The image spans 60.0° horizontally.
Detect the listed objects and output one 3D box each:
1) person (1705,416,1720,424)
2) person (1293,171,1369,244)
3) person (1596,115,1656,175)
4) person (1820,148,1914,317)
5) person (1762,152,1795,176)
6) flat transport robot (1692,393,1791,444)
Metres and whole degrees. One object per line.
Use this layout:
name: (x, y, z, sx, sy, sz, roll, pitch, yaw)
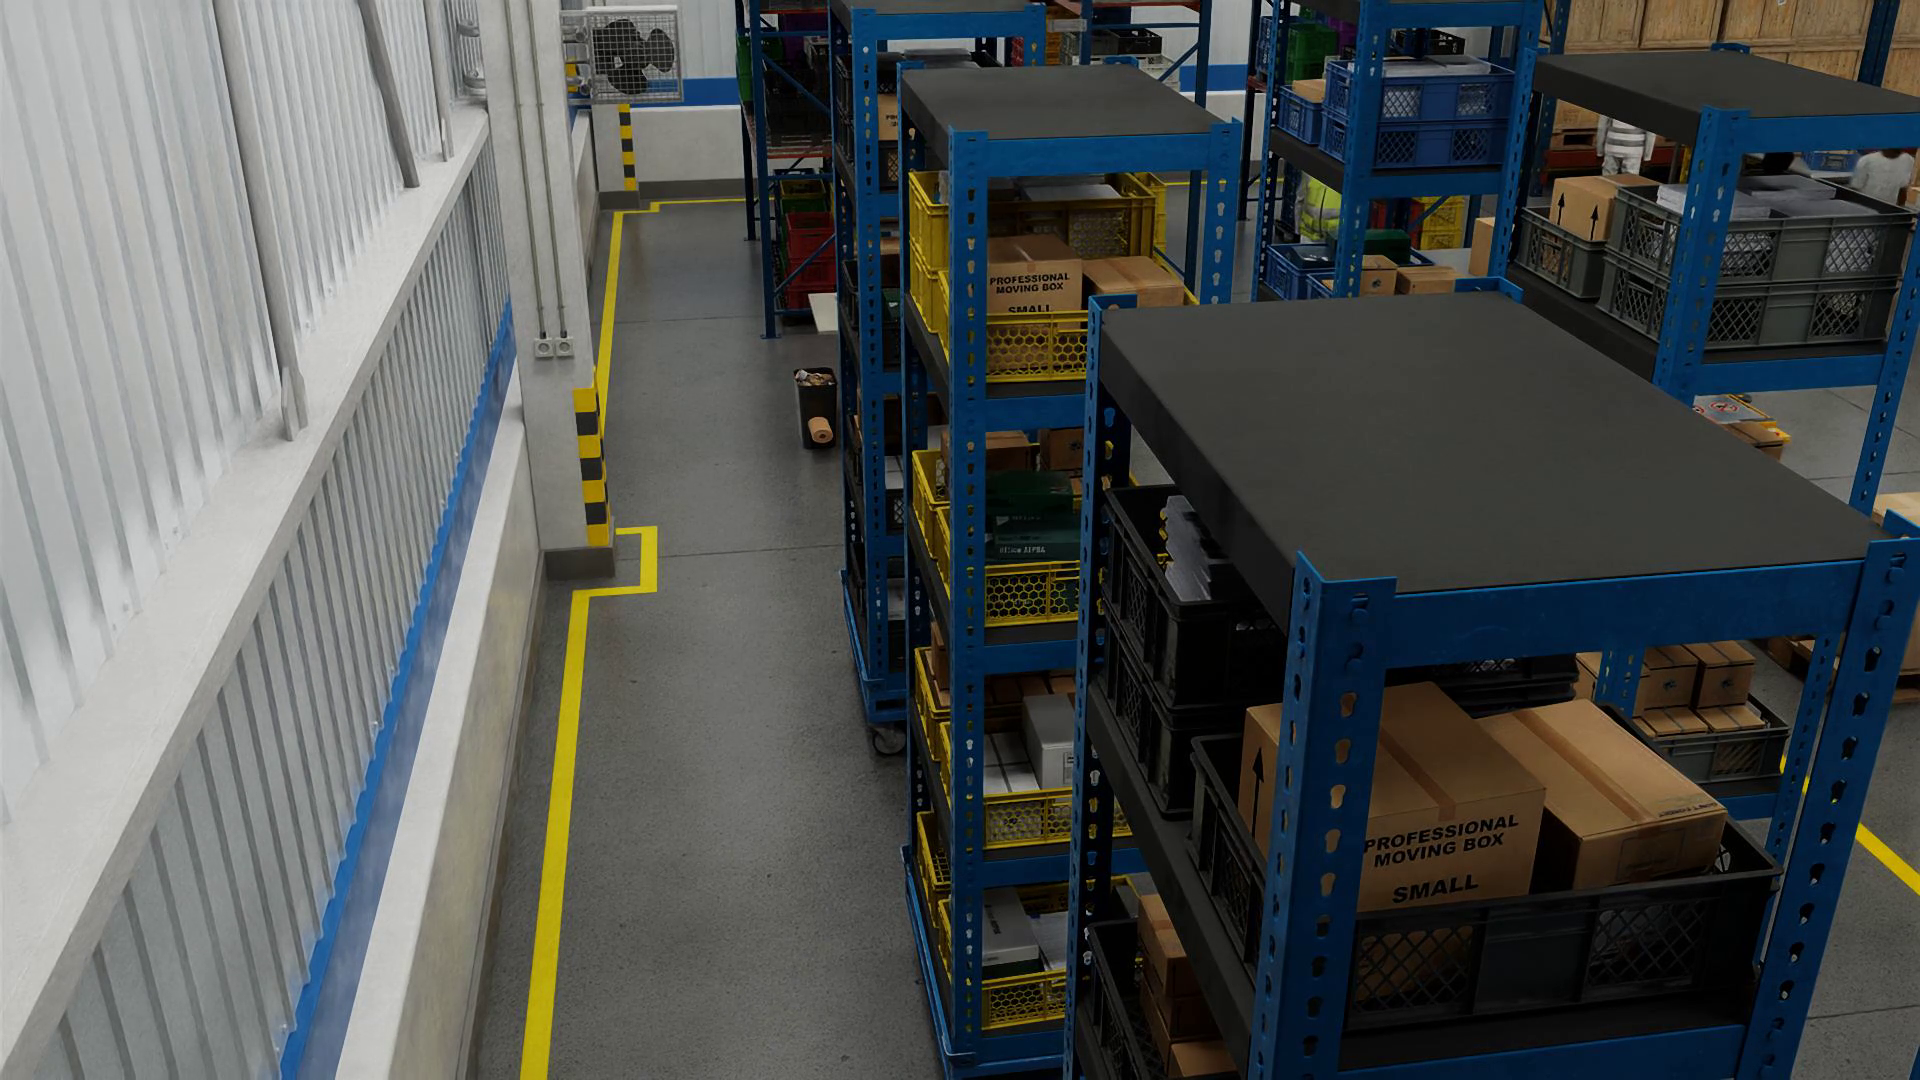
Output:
person: (3.396, -0.005, 8.229, 0.610, 1.996, 0.379, -10, 26, -20)
person: (3.092, -2.574, 14.005, 0.621, 1.837, 0.429, 14, 28, 27)
person: (6.744, -3.928, 16.891, 0.575, 1.882, 0.355, 18, 30, 34)
person: (7.850, -2.771, 14.447, 0.508, 1.824, 0.878, -3, 25, -7)
person: (6.743, -2.493, 13.988, 0.318, 1.699, 0.535, 18, 30, 34)
flat transport robot: (5.224, -0.859, 12.132, 1.431, 0.197, 0.652, -4, 25, -8)
